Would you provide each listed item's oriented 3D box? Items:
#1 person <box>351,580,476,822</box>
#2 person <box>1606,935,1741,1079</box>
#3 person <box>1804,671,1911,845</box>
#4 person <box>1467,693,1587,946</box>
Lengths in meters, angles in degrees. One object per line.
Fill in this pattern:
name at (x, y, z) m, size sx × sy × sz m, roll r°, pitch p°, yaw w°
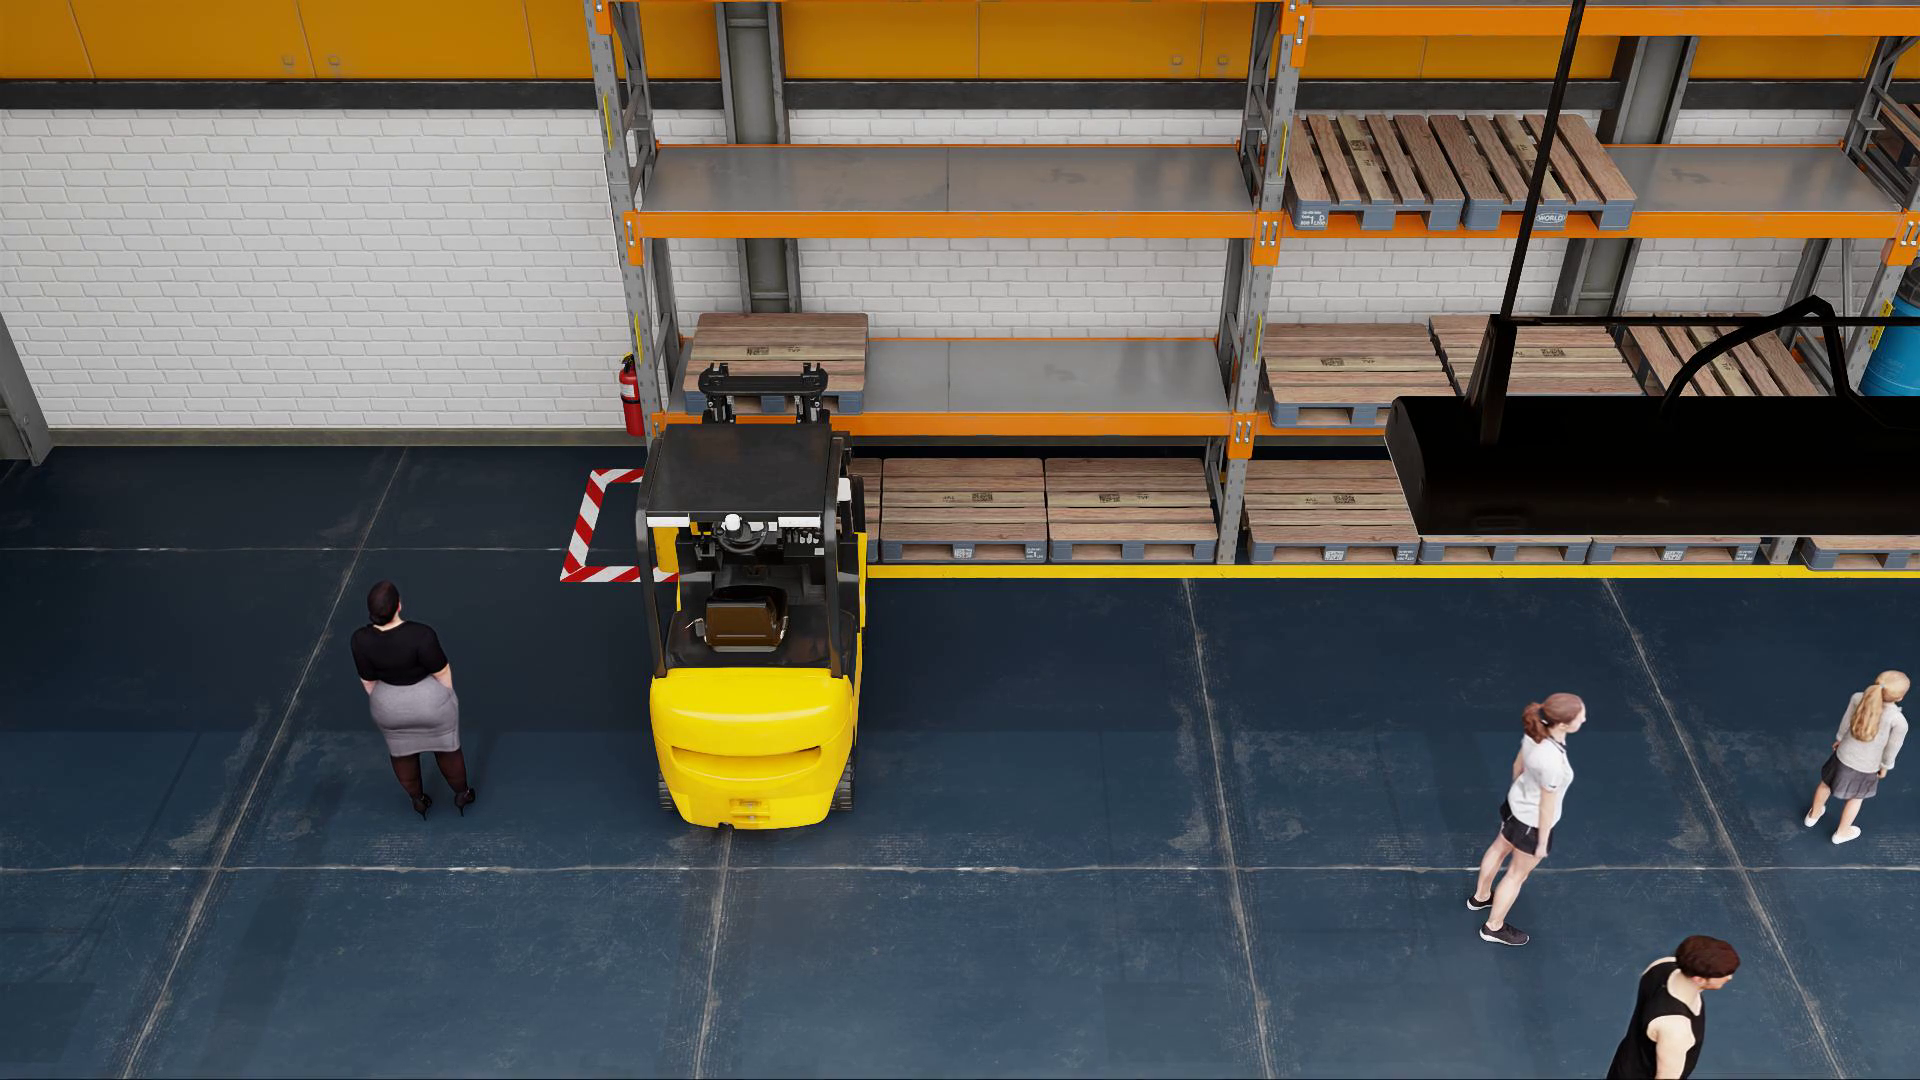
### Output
person at (-3.167, 0.950, 9.637) m, size 0.569 × 1.760 × 0.734 m, roll -3°, pitch 39°, yaw -4°
person at (3.168, 2.448, 7.658) m, size 0.636 × 1.890 × 0.735 m, roll 8°, pitch 39°, yaw 9°
person at (5.234, 1.240, 9.662) m, size 0.649 × 1.276 × 0.601 m, roll -24°, pitch 45°, yaw -27°
person at (3.064, 1.482, 8.979) m, size 0.529 × 1.750 × 0.573 m, roll -2°, pitch 39°, yaw -2°
